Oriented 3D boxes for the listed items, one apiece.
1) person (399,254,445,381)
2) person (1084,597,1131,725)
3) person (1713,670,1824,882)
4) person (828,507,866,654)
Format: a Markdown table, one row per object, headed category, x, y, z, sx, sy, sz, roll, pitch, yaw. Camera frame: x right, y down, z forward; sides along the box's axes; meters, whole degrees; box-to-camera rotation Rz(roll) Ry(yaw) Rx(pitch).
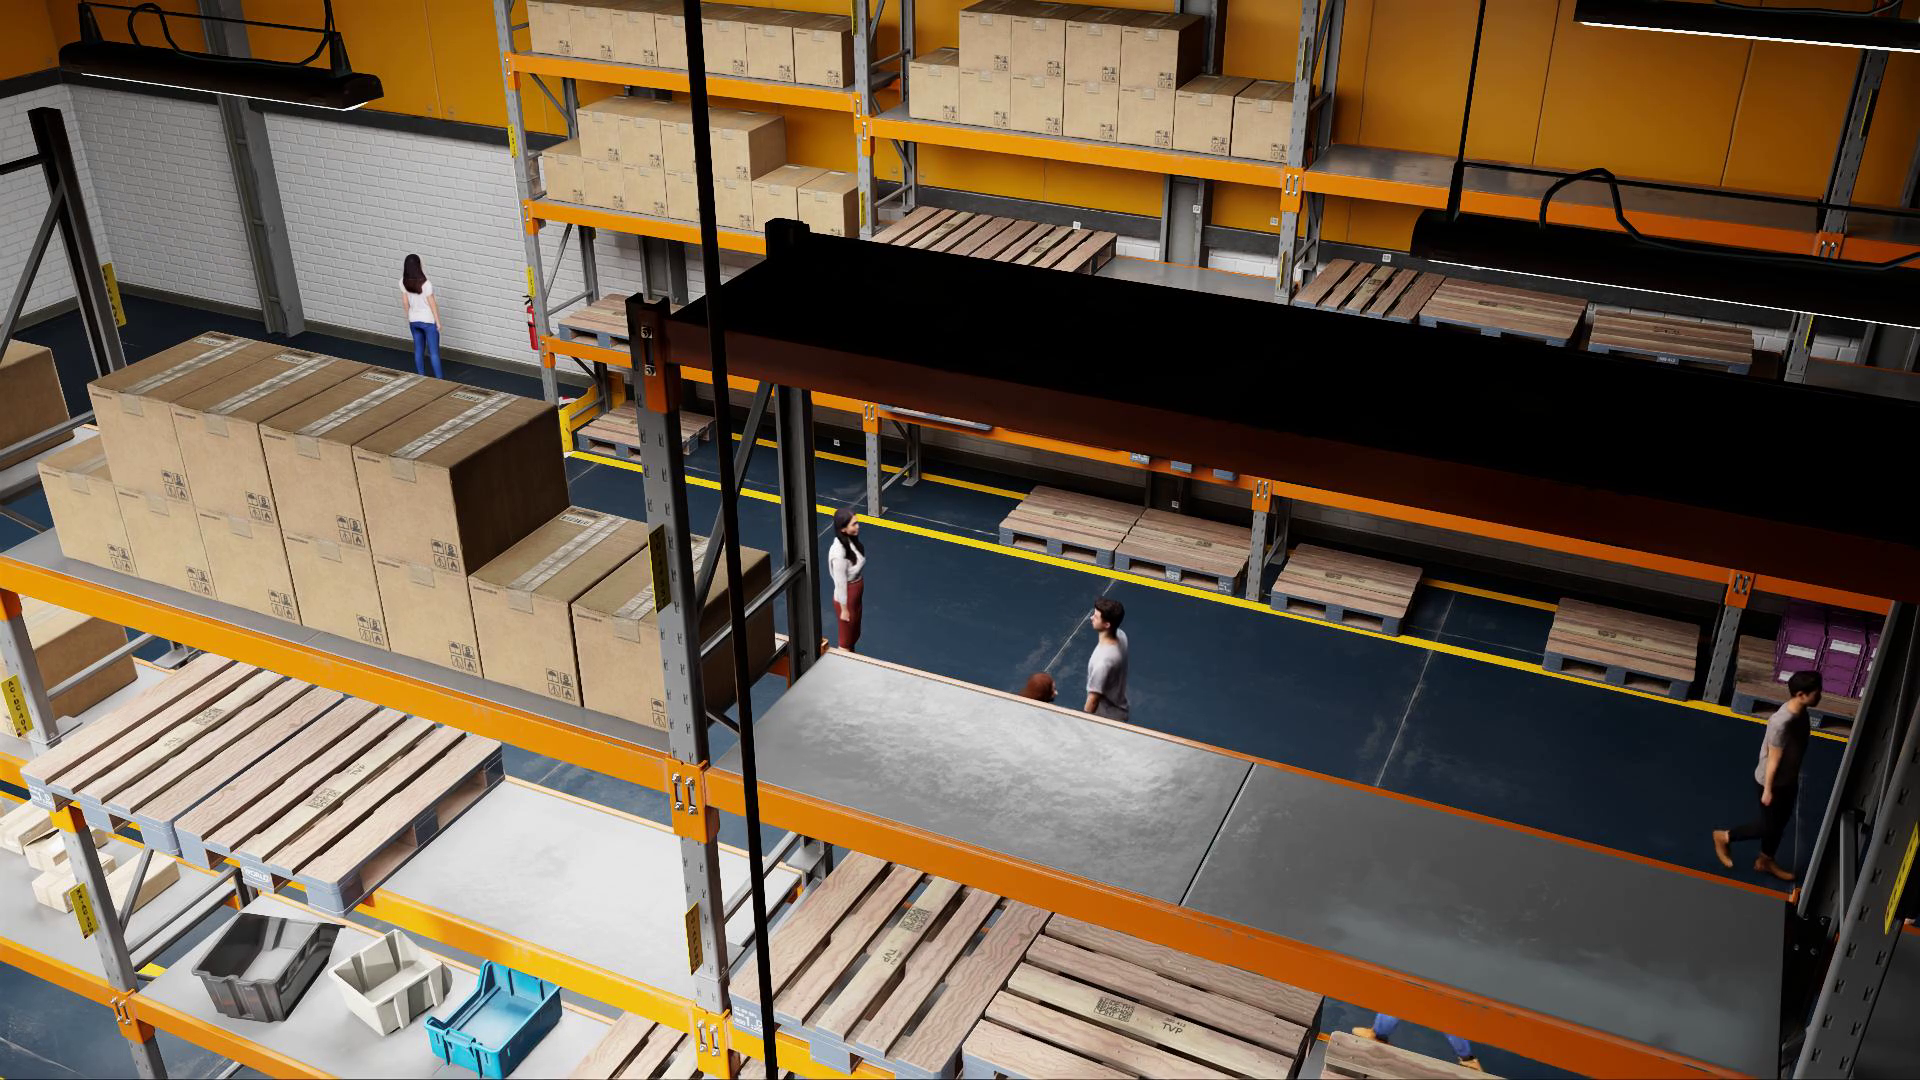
| category | x | y | z | sx | sy | sz | roll | pitch | yaw |
| --- | --- | --- | --- | --- | --- | --- | --- | --- | --- |
| person | -6.290 | -2.530 | 19.492 | 0.485 | 1.684 | 0.678 | 10 | 30 | 17 |
| person | 1.179 | 1.289 | 12.325 | 1.251 | 1.843 | 0.865 | 6 | 29 | 11 |
| person | 5.748 | 1.658 | 11.789 | 0.797 | 1.709 | 0.917 | -25 | 37 | -38 |
| person | -0.926 | 0.522 | 13.828 | 0.589 | 1.751 | 0.641 | 5 | 29 | 10 |
